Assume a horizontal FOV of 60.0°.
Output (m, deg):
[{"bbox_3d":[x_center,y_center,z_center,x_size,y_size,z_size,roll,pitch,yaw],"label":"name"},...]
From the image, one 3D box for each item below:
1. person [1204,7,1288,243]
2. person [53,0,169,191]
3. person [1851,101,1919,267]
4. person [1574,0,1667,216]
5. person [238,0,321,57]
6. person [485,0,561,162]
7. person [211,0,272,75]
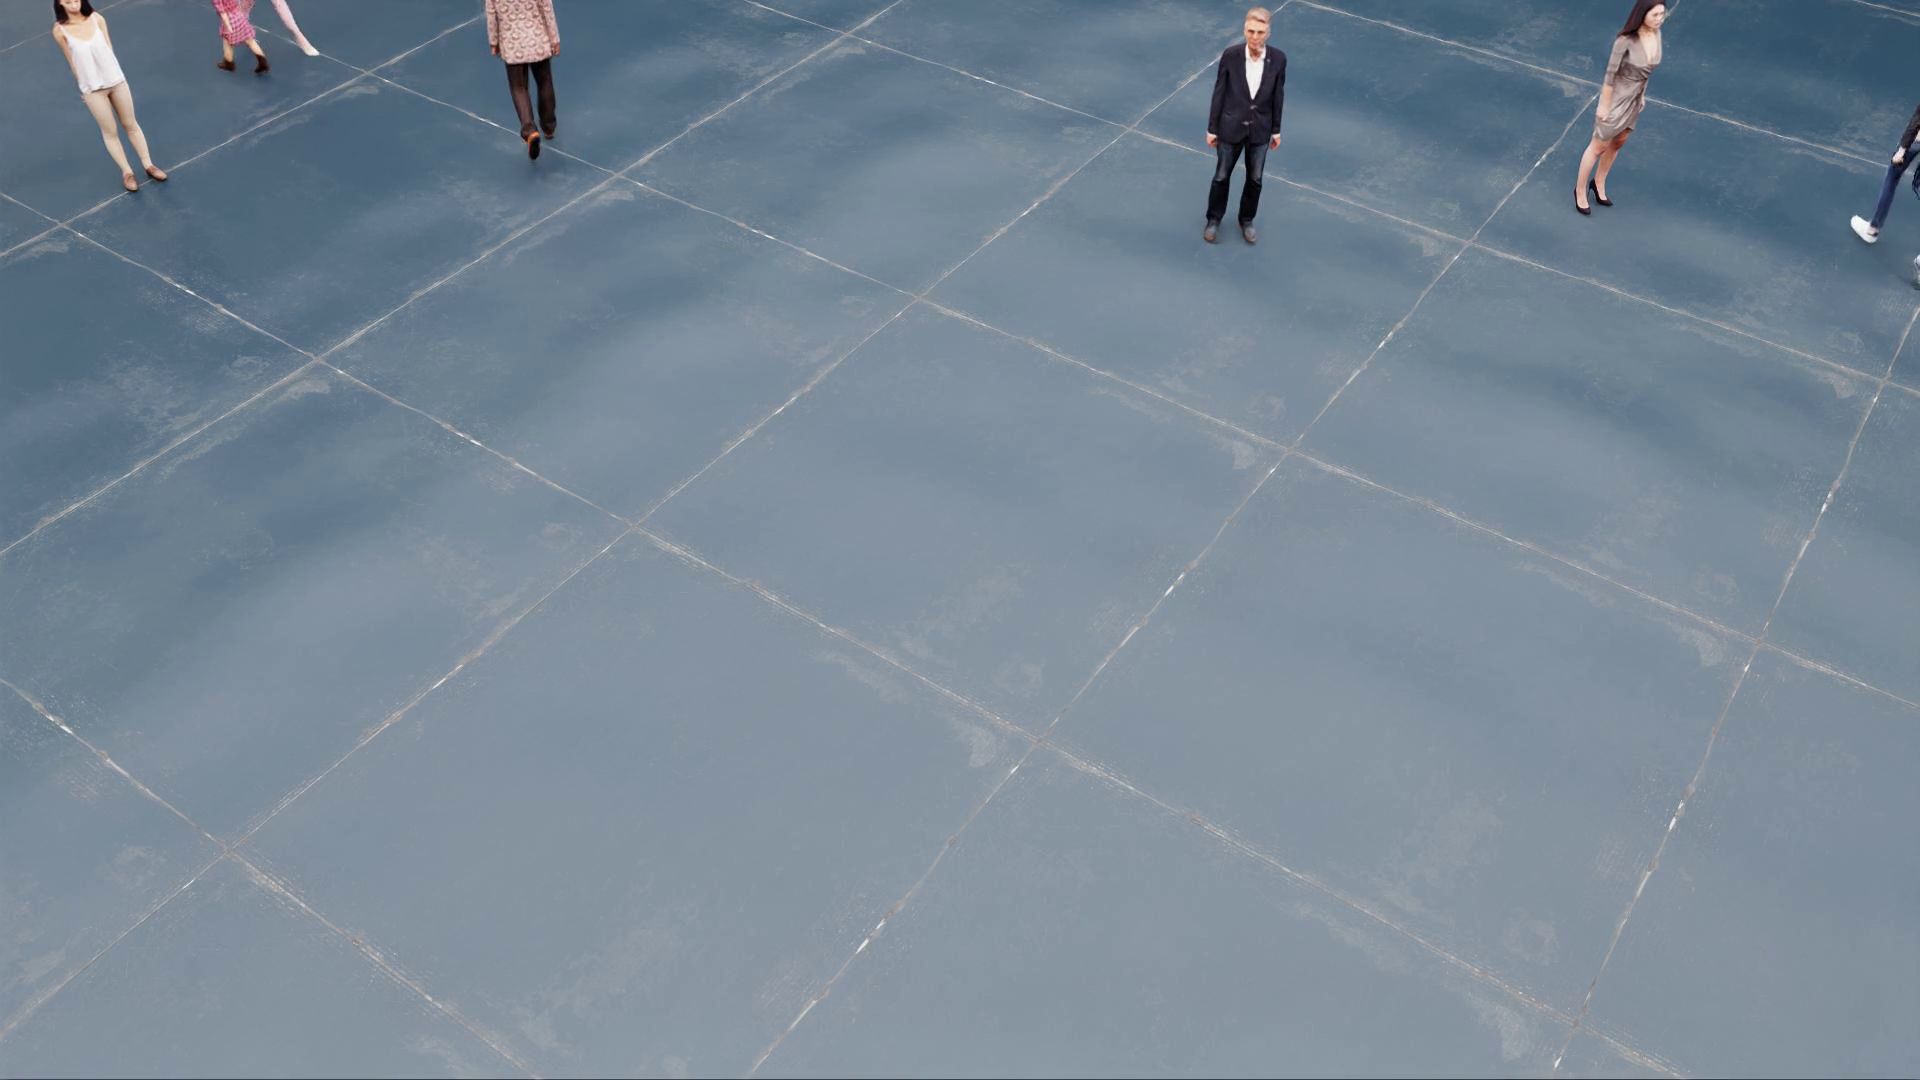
[{"bbox_3d":[2.090,-3.031,12.134,0.717,1.814,0.846,3,43,4],"label":"person"},{"bbox_3d":[-6.594,-3.513,12.769,0.570,1.652,0.626,26,49,25],"label":"person"},{"bbox_3d":[6.953,-2.774,11.892,1.032,1.769,1.107,-8,44,-9],"label":"person"},{"bbox_3d":[4.947,-3.270,12.441,0.673,1.745,0.649,-22,47,-22],"label":"person"},{"bbox_3d":[-6.155,-5.031,14.328,1.181,1.742,0.781,16,45,17],"label":"person"},{"bbox_3d":[-3.412,-3.858,13.042,1.055,1.784,1.146,-10,44,-10],"label":"person"},{"bbox_3d":[-6.212,-4.472,14.262,0.778,1.016,0.571,11,44,11],"label":"person"}]
